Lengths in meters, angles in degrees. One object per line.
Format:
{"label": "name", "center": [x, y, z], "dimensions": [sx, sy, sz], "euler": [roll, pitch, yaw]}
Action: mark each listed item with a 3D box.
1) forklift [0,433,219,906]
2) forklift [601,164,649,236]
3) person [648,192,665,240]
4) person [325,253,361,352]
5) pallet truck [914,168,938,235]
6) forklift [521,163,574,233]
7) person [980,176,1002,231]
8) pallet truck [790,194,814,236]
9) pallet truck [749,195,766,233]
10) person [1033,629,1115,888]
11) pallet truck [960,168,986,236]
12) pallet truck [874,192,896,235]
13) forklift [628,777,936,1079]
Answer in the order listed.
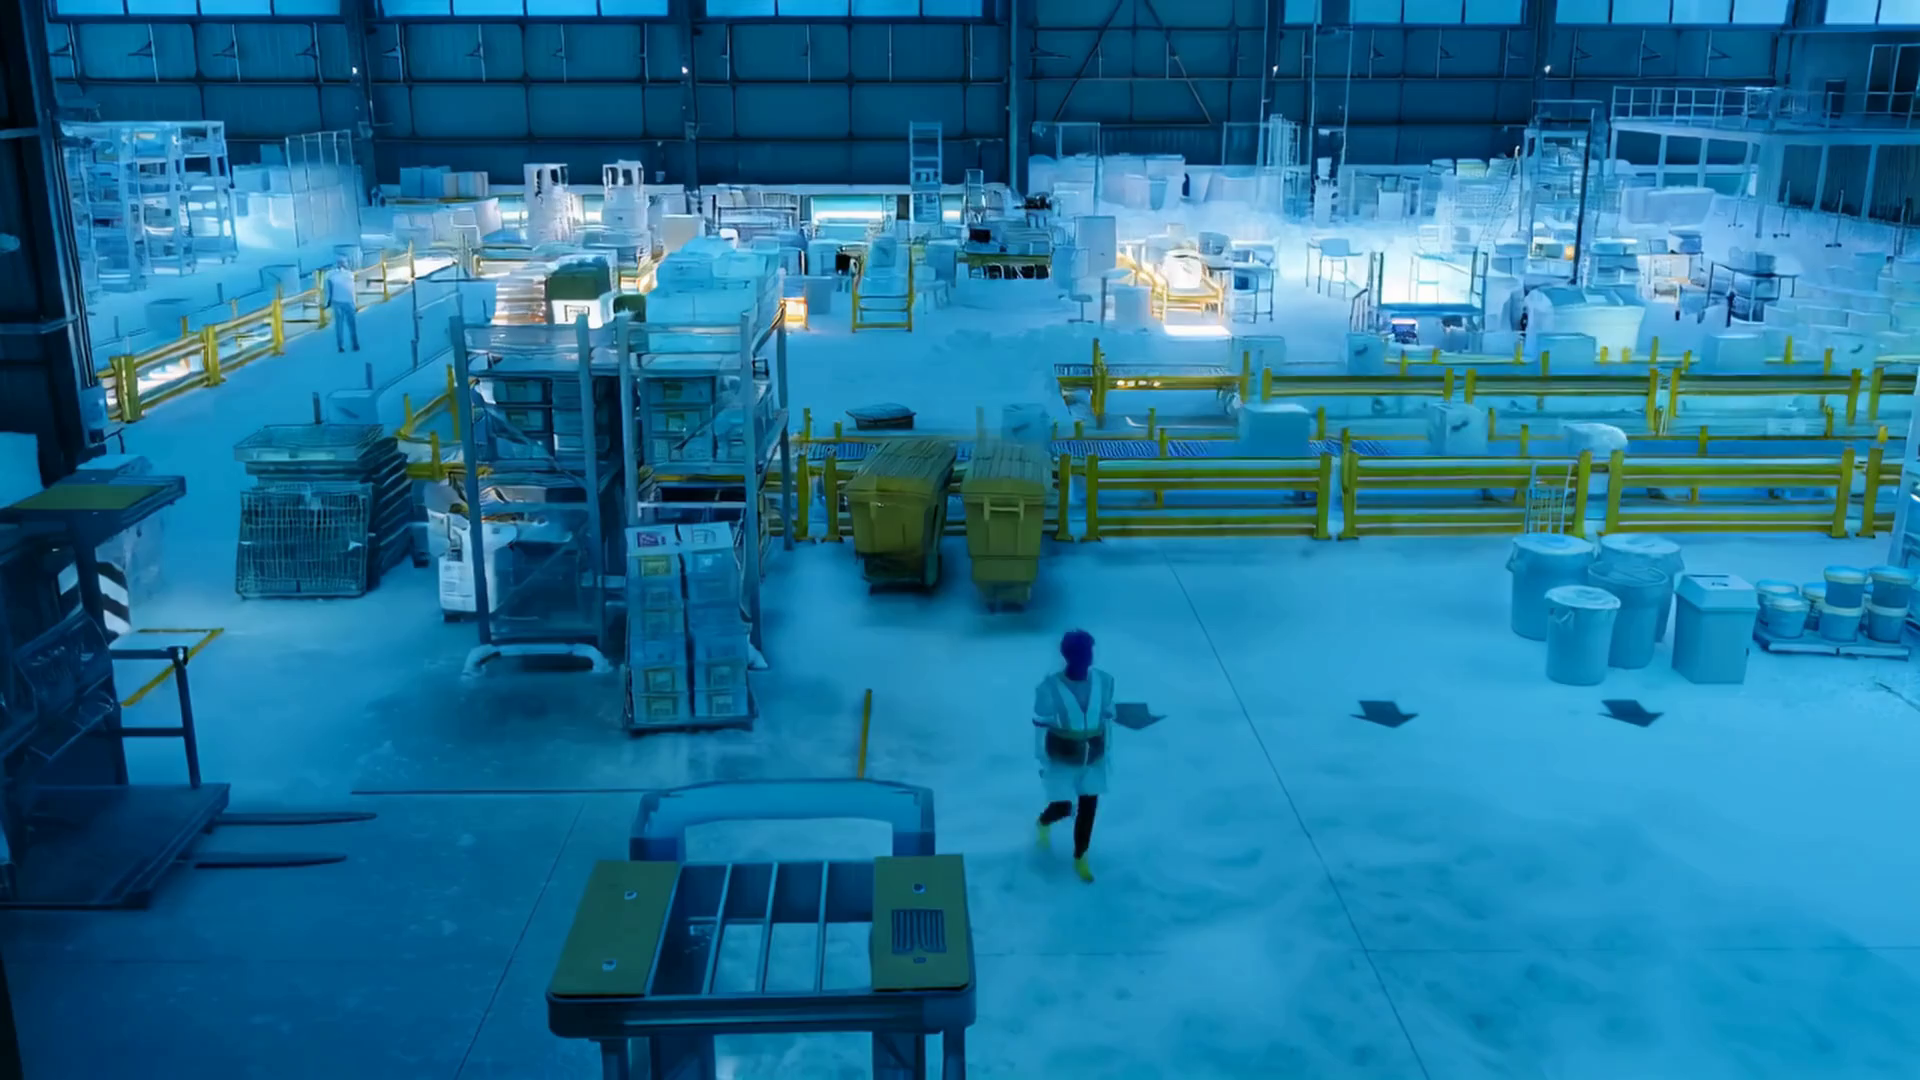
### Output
{"label": "forklift", "center": [-5.952, 0.780, 10.366], "dimensions": [1.873, 2.768, 1.129], "euler": [0, 16, -1]}
{"label": "forklift", "center": [-9.948, -10.127, 49.296], "dimensions": [1.157, 1.987, 2.680], "euler": [-1, 16, -3]}
{"label": "person", "center": [-7.835, -7.976, 42.628], "dimensions": [0.995, 1.856, 0.641], "euler": [-13, 20, -37]}
{"label": "person", "center": [-11.085, -4.261, 29.875], "dimensions": [0.533, 1.765, 0.329], "euler": [-3, 16, -11]}
{"label": "pallet truck", "center": [-0.989, -10.316, 50.507], "dimensions": [0.823, 1.965, 1.885], "euler": [1, 16, 3]}
{"label": "forklift", "center": [-12.233, -10.122, 49.298], "dimensions": [1.157, 1.987, 2.680], "euler": [0, 16, -1]}
{"label": "person", "center": [0.859, -8.939, 45.636], "dimensions": [0.608, 2.045, 0.391], "euler": [4, 16, 13]}
{"label": "pallet truck", "center": [-4.814, -9.883, 50.259], "dimensions": [0.704, 1.261, 1.522], "euler": [-1, 16, -3]}
{"label": "pallet truck", "center": [-6.051, -9.967, 50.660], "dimensions": [0.680, 1.201, 1.601], "euler": [0, 16, -1]}
{"label": "person", "center": [0.707, 1.342, 10.541], "dimensions": [0.540, 1.684, 0.491], "euler": [-6, 17, -21]}
{"label": "pallet truck", "center": [0.383, -10.230, 50.206], "dimensions": [0.823, 1.965, 1.885], "euler": [-1, 16, -3]}
{"label": "pallet truck", "center": [-2.277, -9.986, 50.594], "dimensions": [0.653, 1.274, 1.630], "euler": [0, 16, -1]}
{"label": "forklift", "center": [-0.542, 2.165, 5.552], "dimensions": [1.129, 2.768, 1.873], "euler": [-1, 16, -2]}
